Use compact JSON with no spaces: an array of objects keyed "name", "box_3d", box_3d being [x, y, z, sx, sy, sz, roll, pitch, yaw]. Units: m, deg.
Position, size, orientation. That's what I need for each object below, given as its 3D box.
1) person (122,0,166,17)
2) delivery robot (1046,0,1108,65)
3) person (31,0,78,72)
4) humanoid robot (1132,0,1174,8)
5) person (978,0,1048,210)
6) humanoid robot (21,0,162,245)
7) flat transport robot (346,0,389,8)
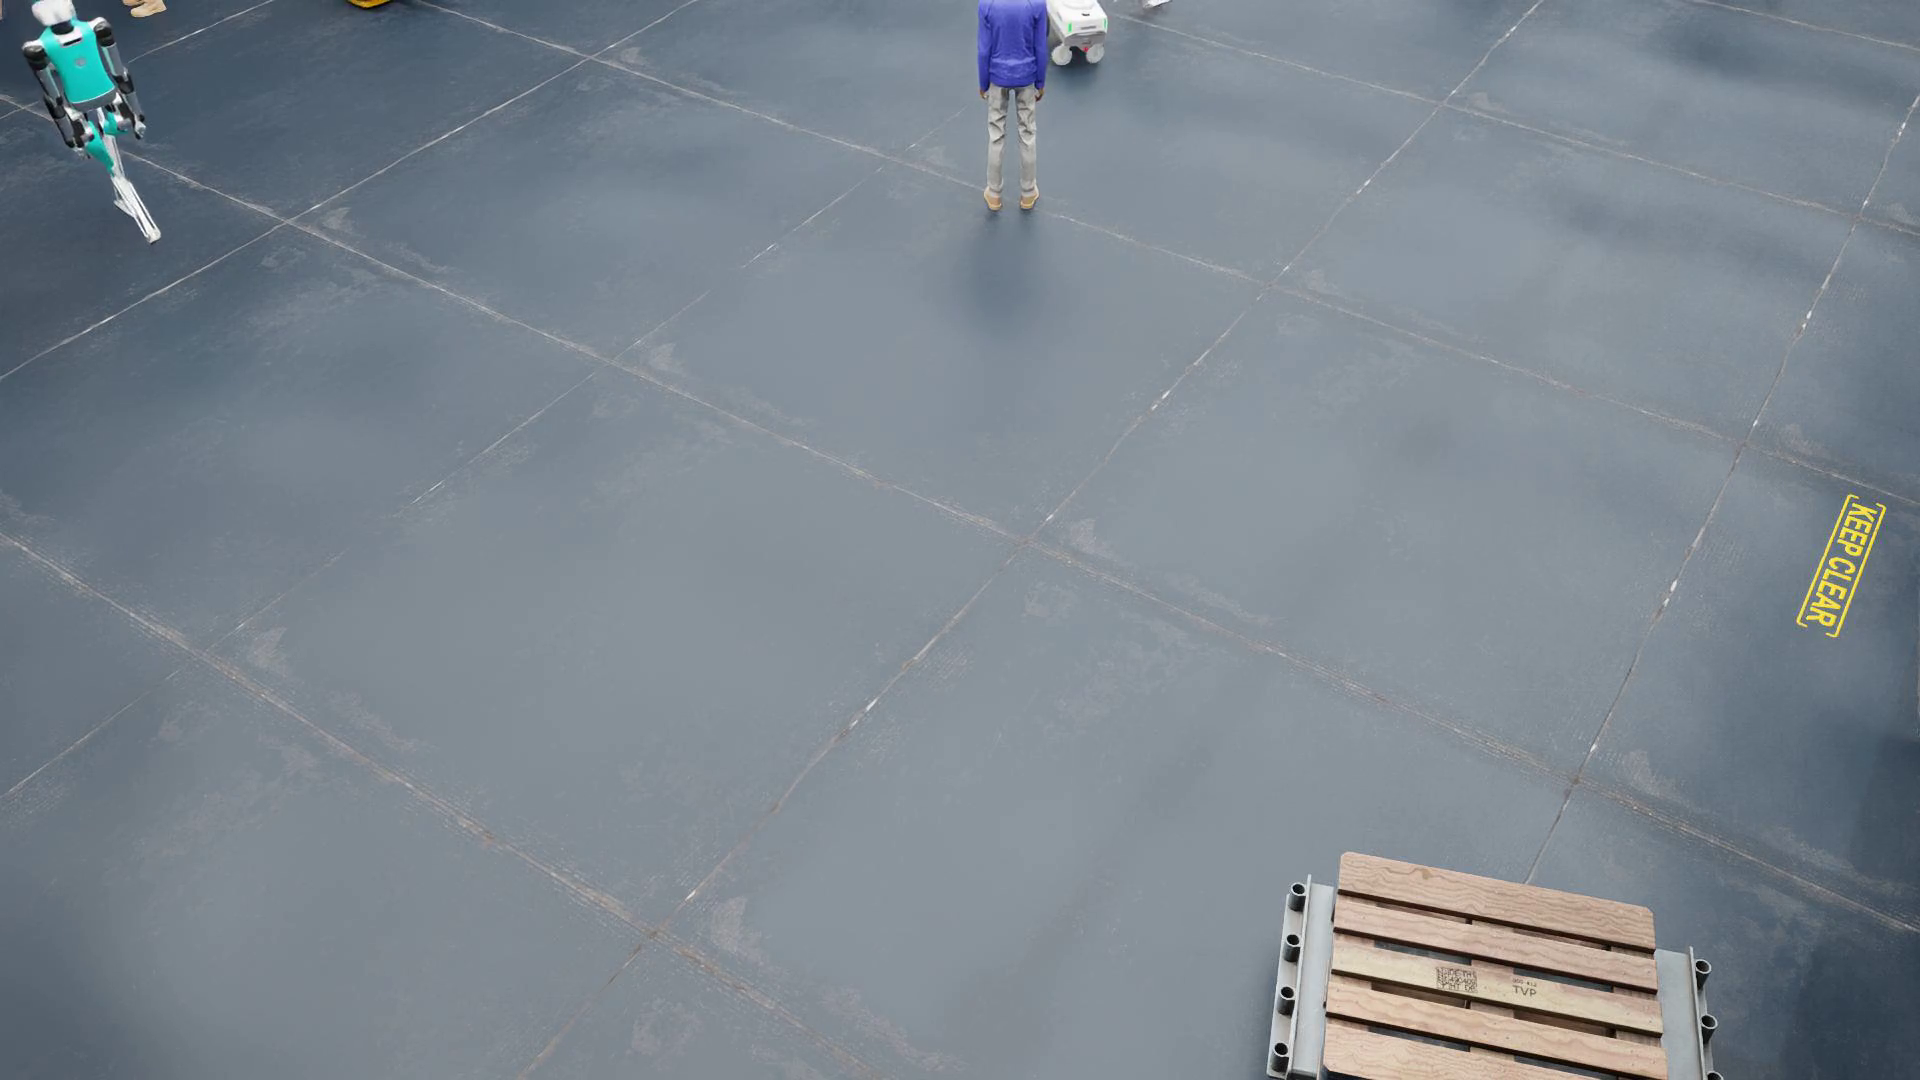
[{"name":"person","box_3d":[-6.825,-5.112,13.390,0.315,1.746,0.490,-22,46,-23]},{"name":"delivery robot","box_3d":[0.906,-4.146,13.207,0.501,0.600,0.771,-9,43,-10]},{"name":"person","box_3d":[-7.066,-4.484,12.611,0.387,1.849,0.566,-3,42,-3]},{"name":"humanoid robot","box_3d":[1.599,-5.033,13.394,0.550,1.897,0.734,28,49,28]},{"name":"person","box_3d":[0.342,-3.056,11.002,0.460,1.868,0.345,0,42,0]},{"name":"humanoid robot","box_3d":[-5.600,-2.731,10.723,0.572,1.725,0.989,-30,50,-29]},{"name":"flat transport robot","box_3d":[-4.768,-4.980,14.352,0.659,0.231,1.431,27,48,27]}]
